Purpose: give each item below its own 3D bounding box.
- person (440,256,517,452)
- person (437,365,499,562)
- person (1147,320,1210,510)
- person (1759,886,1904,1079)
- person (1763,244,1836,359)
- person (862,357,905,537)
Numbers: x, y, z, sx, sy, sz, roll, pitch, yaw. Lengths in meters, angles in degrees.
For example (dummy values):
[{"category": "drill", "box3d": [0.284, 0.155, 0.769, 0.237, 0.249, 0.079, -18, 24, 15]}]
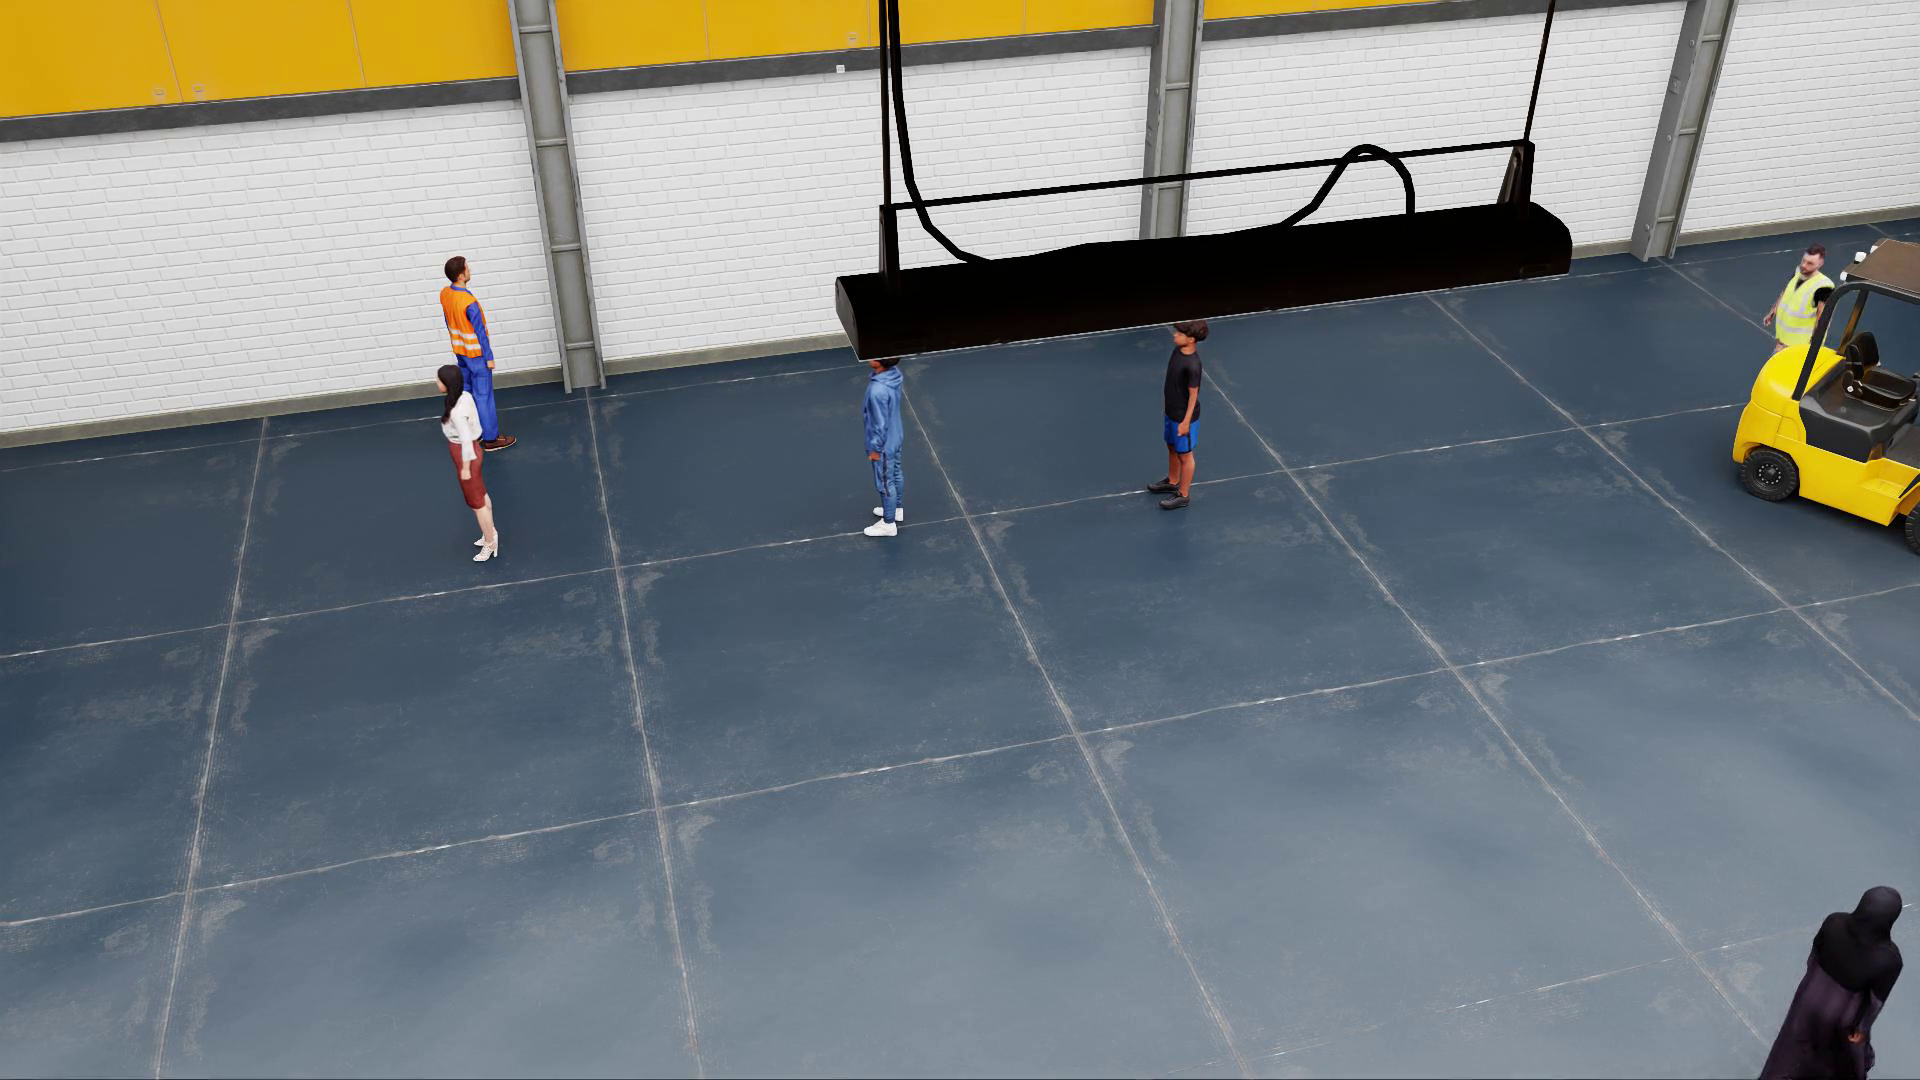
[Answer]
[{"category": "person", "box3d": [-4.379, -1.679, 14.924, 0.784, 1.864, 0.809, 25, 41, 32]}, {"category": "person", "box3d": [-3.975, -0.624, 13.441, 0.527, 1.749, 0.616, -6, 34, -9]}, {"category": "person", "box3d": [1.890, -1.112, 14.129, 0.562, 1.799, 0.582, -9, 35, -13]}, {"category": "person", "box3d": [4.626, 2.482, 8.895, 1.104, 1.609, 0.858, -23, 40, -30]}, {"category": "person", "box3d": [7.735, -1.878, 15.260, 0.874, 1.825, 0.833, 3, 34, 4]}, {"category": "person", "box3d": [-0.625, -0.873, 13.760, 0.746, 1.810, 0.762, 7, 34, 11]}]
